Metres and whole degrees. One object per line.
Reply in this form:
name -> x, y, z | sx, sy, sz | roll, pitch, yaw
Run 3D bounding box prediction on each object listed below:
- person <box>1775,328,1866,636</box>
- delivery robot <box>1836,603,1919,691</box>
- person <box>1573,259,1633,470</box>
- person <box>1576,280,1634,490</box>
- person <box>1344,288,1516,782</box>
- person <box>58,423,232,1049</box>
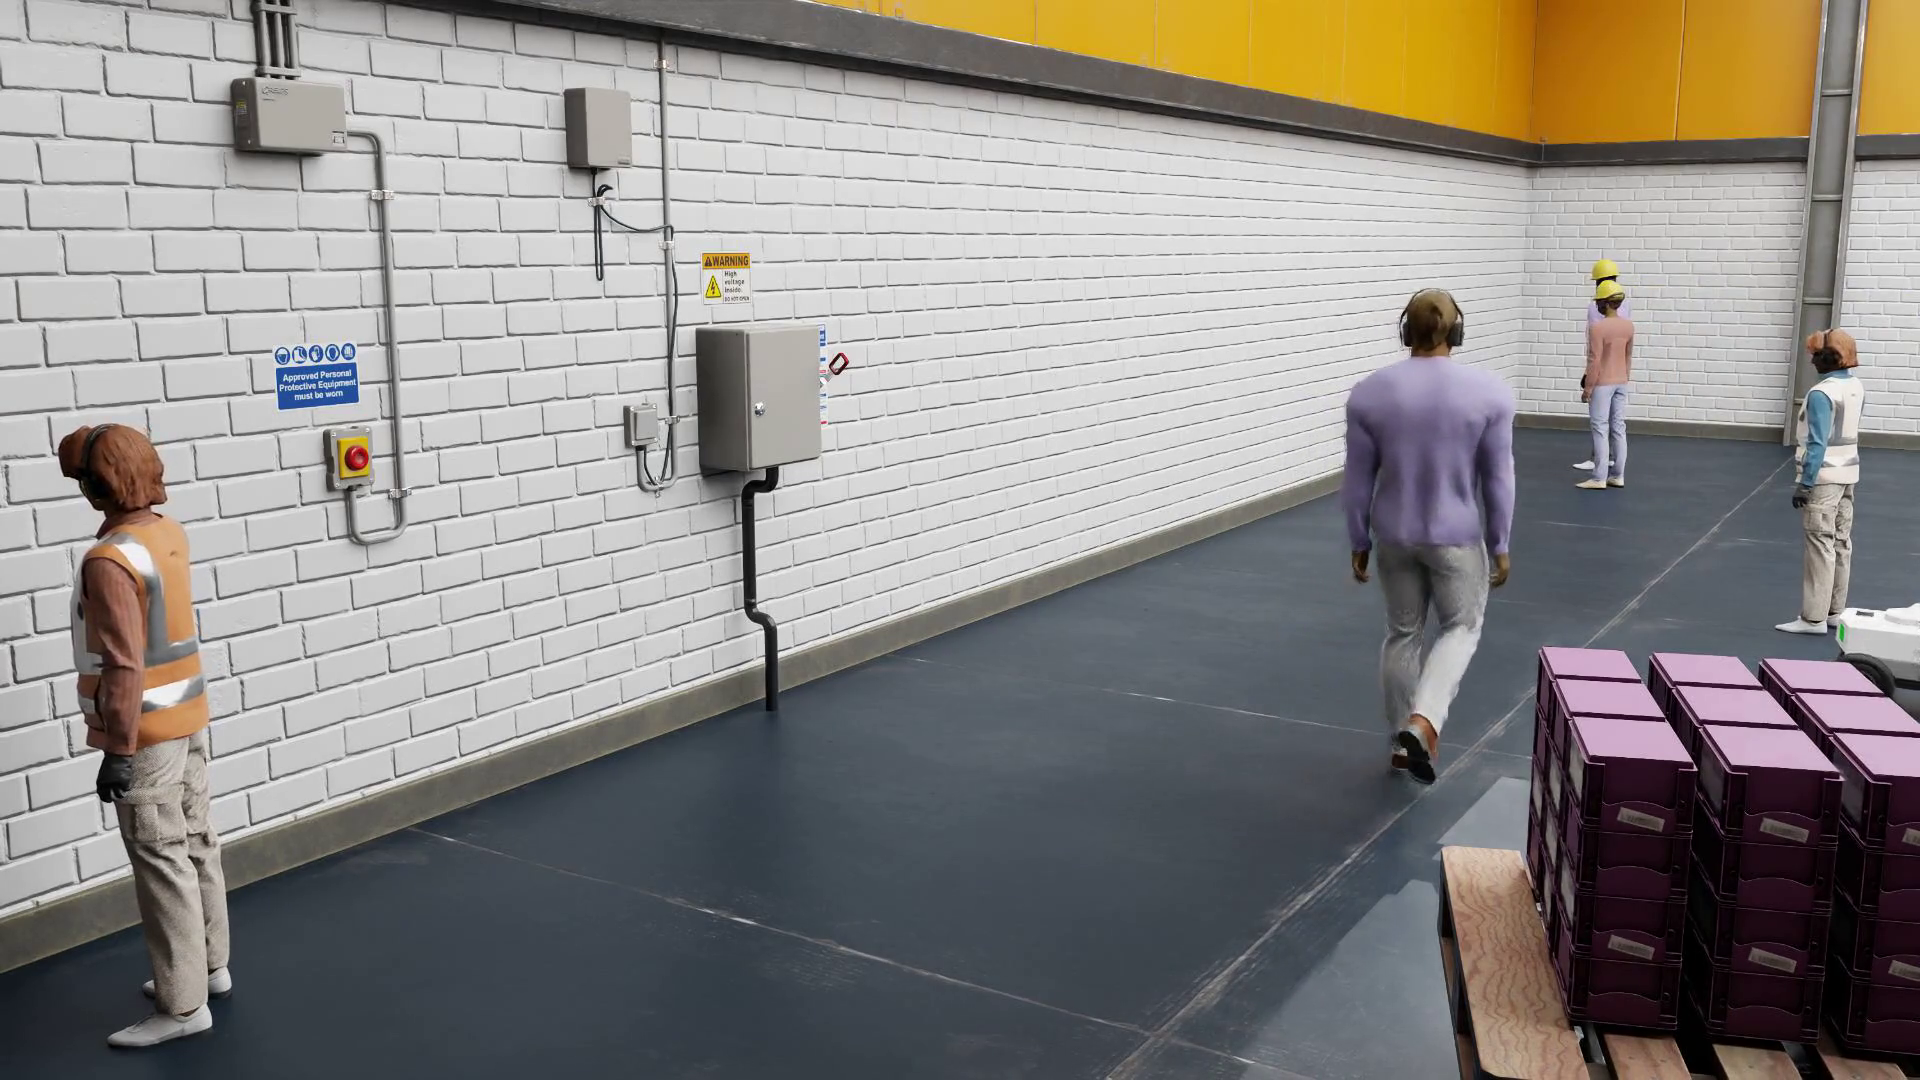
person -> 4.615, -0.305, 8.869 | 0.514, 1.640, 0.310 | -9, 13, -40
delivery robot -> 4.292, 0.462, 7.364 | 0.707, 0.478, 0.477 | 7, 12, 35
person -> 5.886, -1.594, 15.226 | 0.589, 1.923, 0.383 | -8, 13, -37
person -> 5.449, -1.304, 14.061 | 0.533, 1.765, 0.329 | -6, 12, -30
person -> 1.773, 0.004, 6.367 | 0.645, 1.922, 0.535 | 5, 12, 27
person -> -2.133, 0.509, 4.371 | 0.310, 1.636, 0.523 | -2, 10, -9
